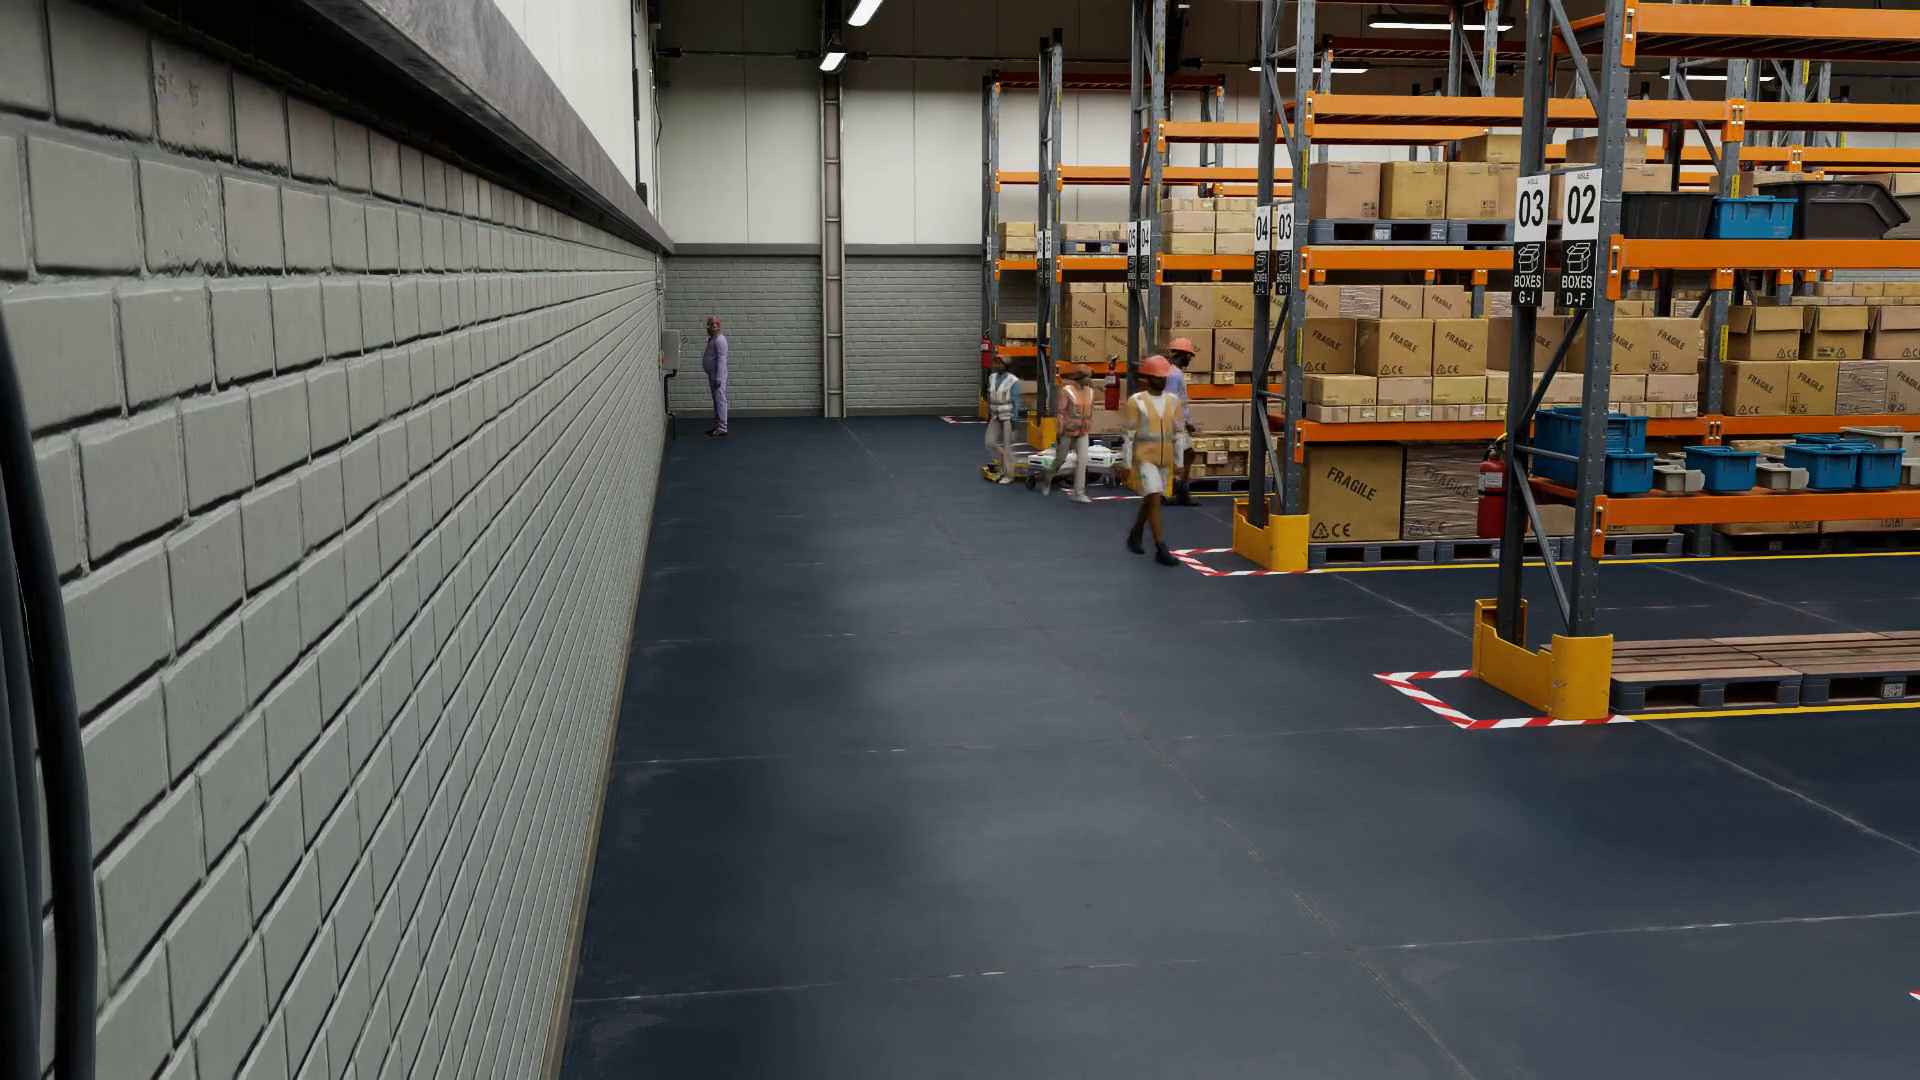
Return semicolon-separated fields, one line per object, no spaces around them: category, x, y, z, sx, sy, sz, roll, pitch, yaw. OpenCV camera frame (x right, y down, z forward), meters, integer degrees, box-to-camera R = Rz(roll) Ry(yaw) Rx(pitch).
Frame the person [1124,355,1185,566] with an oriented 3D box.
person;1.762;-0.758;15.283;0.557;1.899;0.971;-4;10;-25

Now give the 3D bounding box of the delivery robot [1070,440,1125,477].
delivery robot;1.695;-0.991;20.538;0.707;0.478;0.477;8;12;41

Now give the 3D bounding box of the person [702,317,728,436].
person;-3.946;-2.632;26.793;0.404;1.911;0.636;-2;10;-15

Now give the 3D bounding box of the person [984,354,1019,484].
person;0.528;-1.497;20.622;0.381;1.621;0.545;-9;13;-44

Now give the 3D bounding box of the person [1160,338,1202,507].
person;2.481;-1.319;18.721;0.749;1.892;0.554;1;9;5

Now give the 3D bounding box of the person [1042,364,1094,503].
person;1.269;-1.246;19.222;0.551;1.595;0.781;-6;11;-32

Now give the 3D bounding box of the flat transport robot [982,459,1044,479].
flat transport robot;1.028;-0.922;21.278;1.431;0.197;0.652;-1;9;-5

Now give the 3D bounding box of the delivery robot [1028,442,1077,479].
delivery robot;1.154;-0.946;20.263;0.477;0.478;0.707;9;13;44
